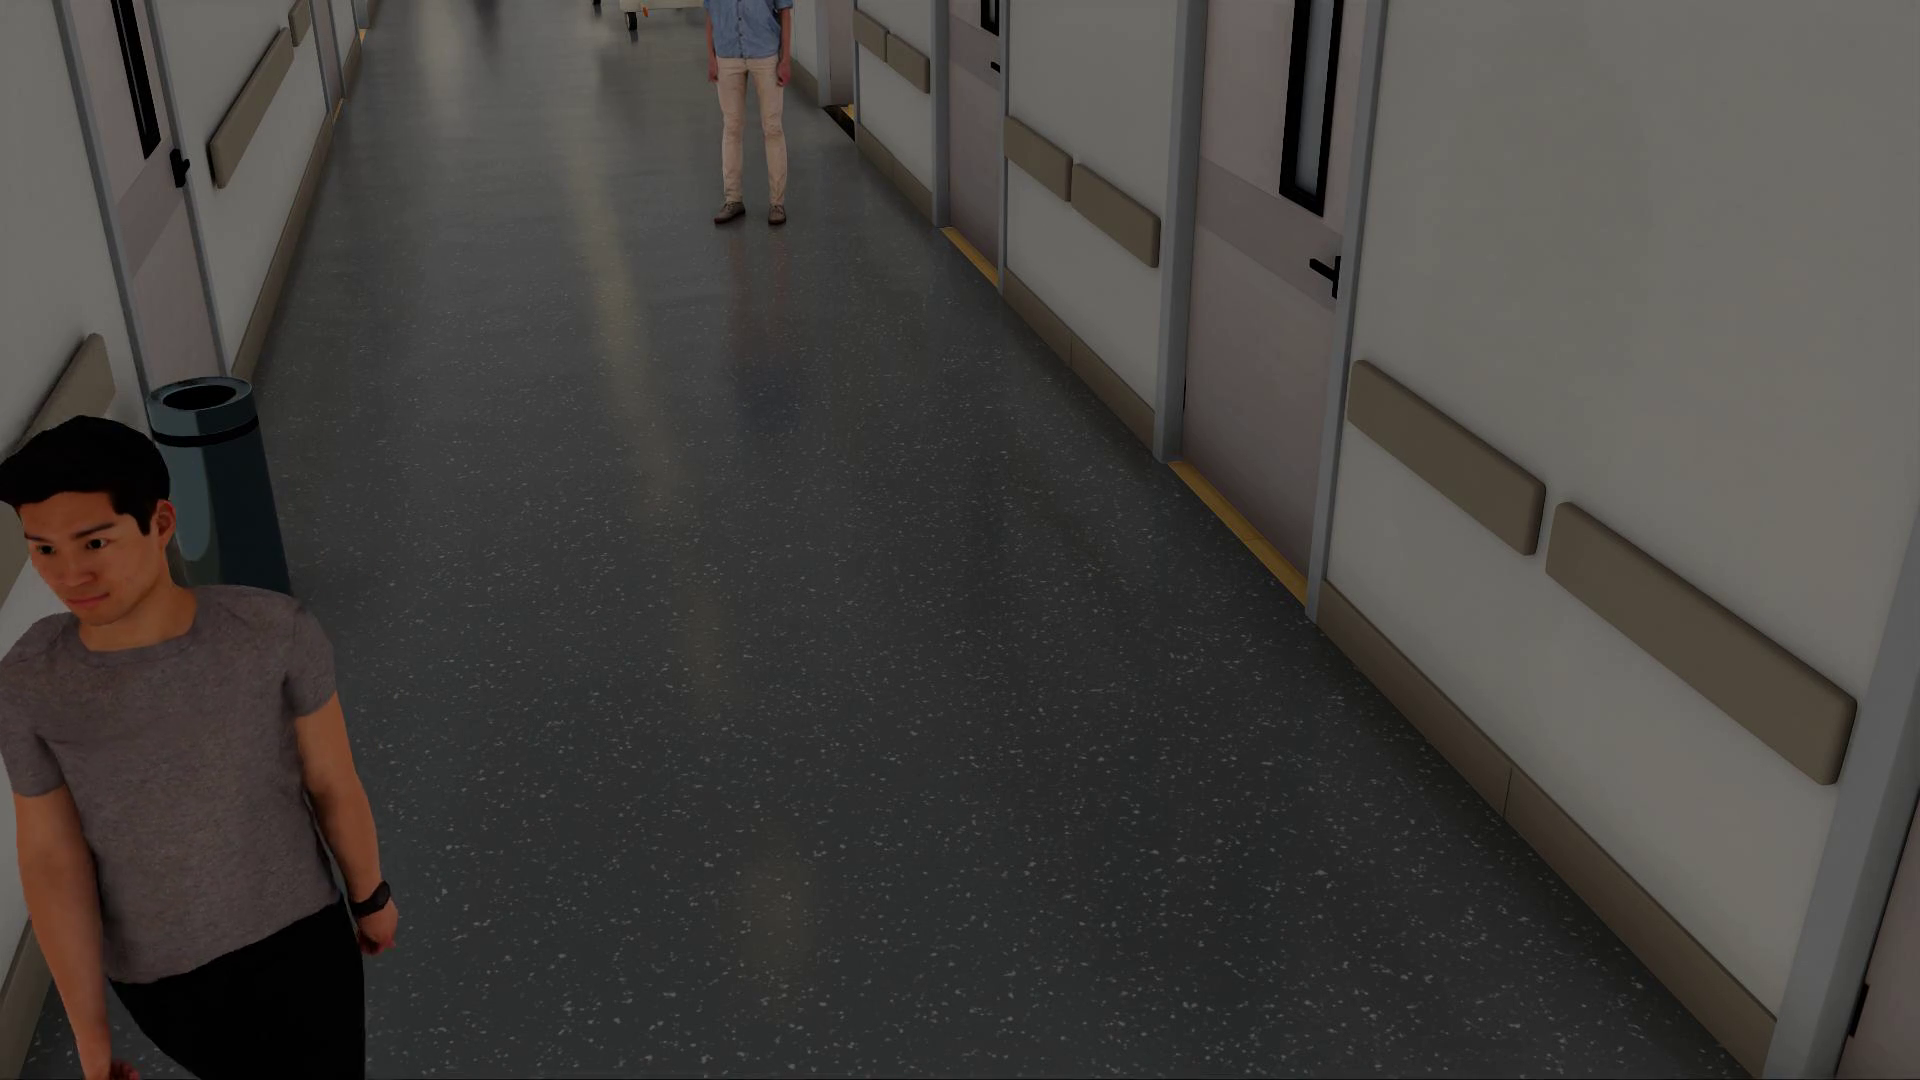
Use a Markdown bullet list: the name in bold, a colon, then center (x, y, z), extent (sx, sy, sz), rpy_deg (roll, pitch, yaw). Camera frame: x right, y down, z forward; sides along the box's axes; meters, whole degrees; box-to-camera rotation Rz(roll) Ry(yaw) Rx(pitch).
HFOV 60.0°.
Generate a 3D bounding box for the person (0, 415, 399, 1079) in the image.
- **person**: center (-1.142, 0.566, 2.623), extent (0.949, 1.687, 0.687), rpy_deg (-6, 26, -12)

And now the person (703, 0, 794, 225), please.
- **person**: center (-1.166, -2.703, 9.217), extent (0.633, 1.847, 0.784), rpy_deg (3, 26, 7)
